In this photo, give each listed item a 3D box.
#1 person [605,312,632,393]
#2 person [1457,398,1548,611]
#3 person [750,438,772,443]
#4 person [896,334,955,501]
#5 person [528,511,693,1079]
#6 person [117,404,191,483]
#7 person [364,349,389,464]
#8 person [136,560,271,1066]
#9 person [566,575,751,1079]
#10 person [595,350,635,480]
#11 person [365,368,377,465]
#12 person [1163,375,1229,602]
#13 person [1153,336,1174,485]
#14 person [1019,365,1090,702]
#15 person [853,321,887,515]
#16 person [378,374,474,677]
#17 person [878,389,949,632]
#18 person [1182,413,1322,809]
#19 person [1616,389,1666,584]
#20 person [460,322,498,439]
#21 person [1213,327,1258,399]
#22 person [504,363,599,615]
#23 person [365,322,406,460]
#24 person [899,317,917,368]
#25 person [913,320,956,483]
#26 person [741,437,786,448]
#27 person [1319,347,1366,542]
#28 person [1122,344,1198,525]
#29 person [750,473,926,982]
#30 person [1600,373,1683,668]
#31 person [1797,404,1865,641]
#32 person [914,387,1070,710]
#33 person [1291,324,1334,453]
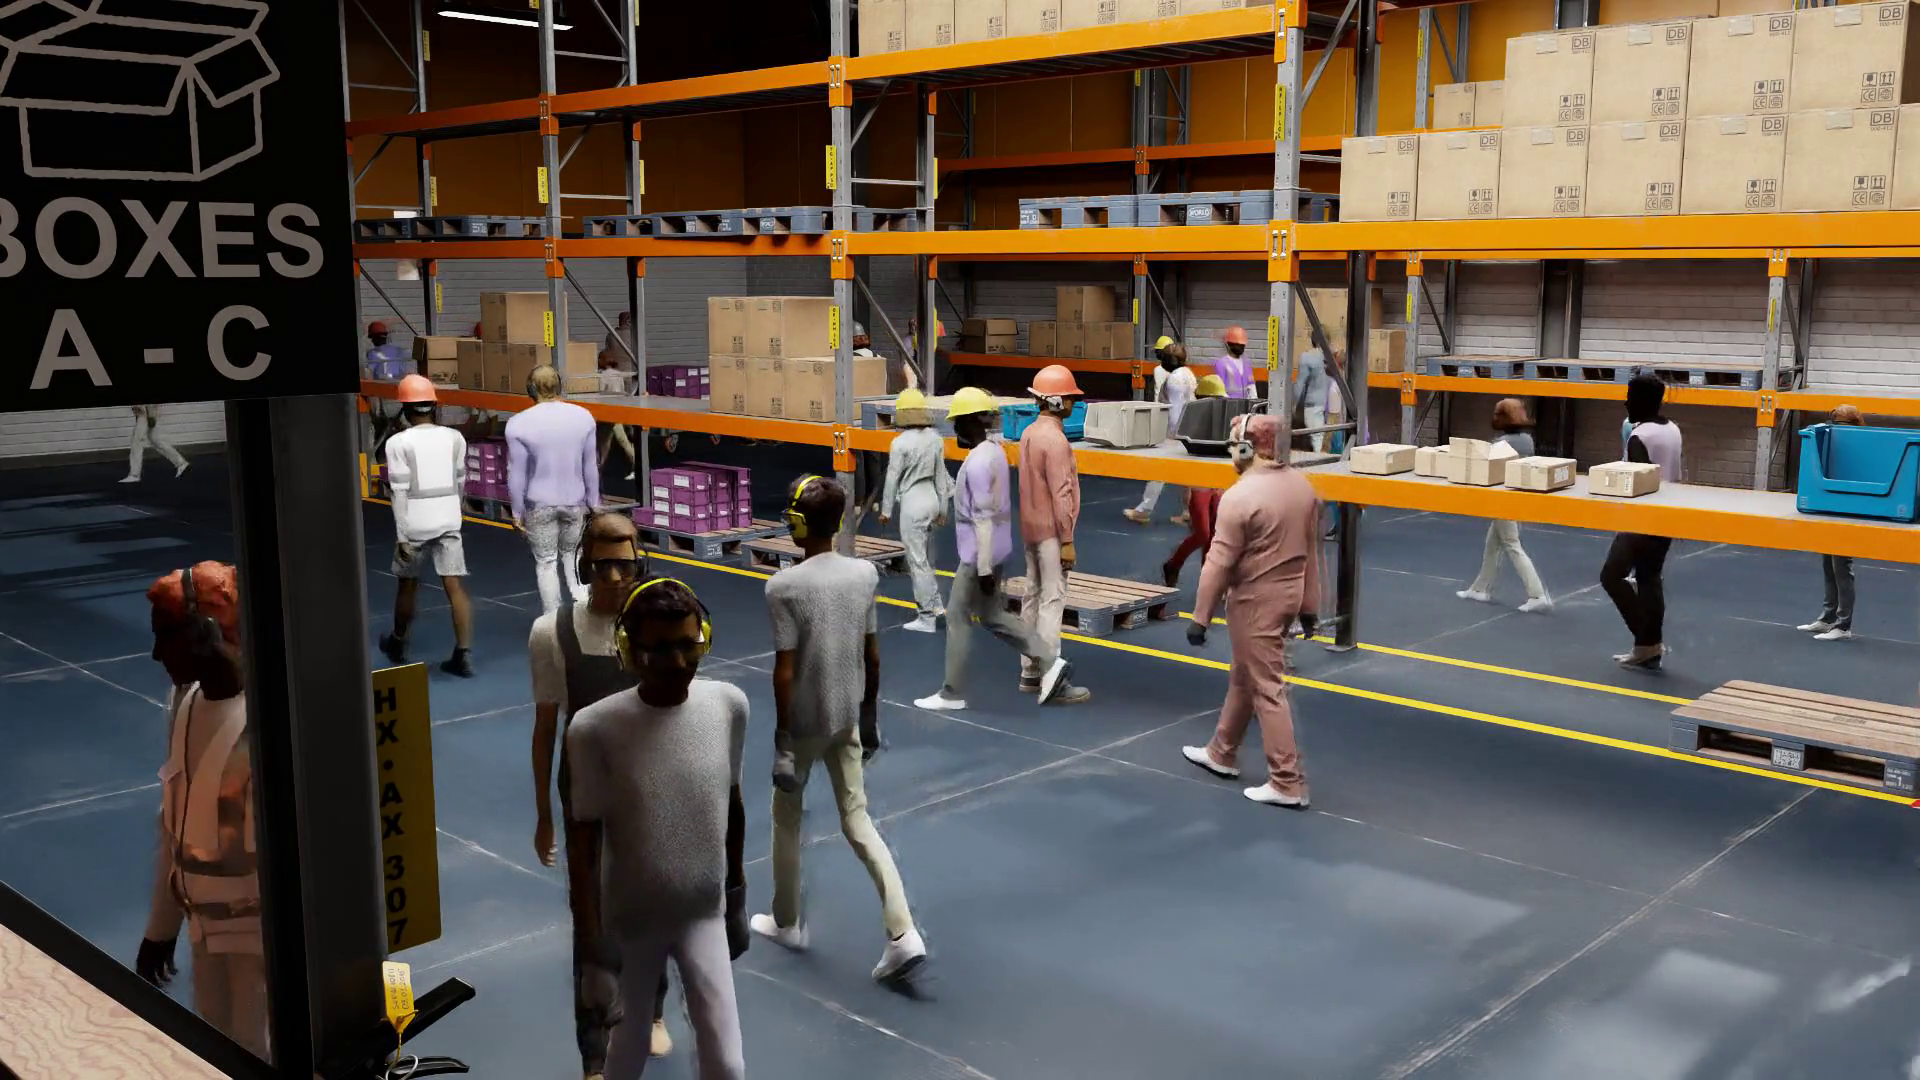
[{"bbox_3d":[-5.149,-2.579,25.758,0.638,1.902,0.406,4,10,24],"label":"person"},{"bbox_3d":[4.144,-0.274,12.557,0.510,1.593,0.833,-8,12,-39],"label":"person"},{"bbox_3d":[-2.962,-2.317,24.342,0.624,1.841,0.430,-4,10,-21],"label":"person"},{"bbox_3d":[-0.381,-1.316,18.136,0.968,1.864,0.582,5,11,28],"label":"person"},{"bbox_3d":[-1.069,0.808,5.228,0.530,1.842,0.506,-3,10,-18],"label":"person"},{"bbox_3d":[-9.768,-1.506,20.088,0.798,1.610,0.527,-6,11,-32],"label":"person"},{"bbox_3d":[-7.864,-1.931,21.690,1.045,1.939,0.635,-3,10,-15],"label":"person"},{"bbox_3d":[-1.720,0.966,4.122,0.600,1.867,0.575,8,12,40],"label":"person"},{"bbox_3d":[-0.718,0.982,4.205,0.530,1.805,0.991,-5,11,-29],"label":"person"},{"bbox_3d":[-4.221,-1.529,20.324,0.874,1.571,0.500,2,10,13],"label":"person"},{"bbox_3d":[-7.292,-1.517,20.100,0.539,1.607,0.672,-1,9,-6],"label":"person"},{"bbox_3d":[1.865,-0.399,12.808,0.540,1.754,0.460,-9,13,-42],"label":"person"},{"bbox_3d":[2.428,-1.530,19.731,0.324,1.769,0.523,7,12,37],"label":"person"},{"bbox_3d":[0.542,-0.040,9.894,0.378,1.996,0.611,-3,10,-18],"label":"person"},{"bbox_3d":[-1.111,-1.288,17.409,0.535,2.000,0.673,6,11,34],"label":"person"},{"bbox_3d":[-3.408,-0.103,10.597,0.562,1.888,0.965,-8,12,-41],"label":"person"},{"bbox_3d":[-0.320,-0.202,11.734,0.429,1.720,0.482,7,12,37],"label":"person"},{"bbox_3d":[1.339,0.321,8.056,0.911,1.863,0.667,9,13,43],"label":"person"},{"bbox_3d":[5.574,-0.462,13.597,0.518,1.639,0.327,-7,12,-36],"label":"person"},{"bbox_3d":[-6.429,-1.973,22.155,0.850,1.877,0.601,-6,11,-34],"label":"person"},{"bbox_3d":[3.214,-1.565,19.604,0.553,1.886,1.010,-9,13,-43],"label":"person"},{"bbox_3d":[-2.749,-0.231,11.249,0.637,1.928,0.472,-6,11,-34],"label":"person"},{"bbox_3d":[-7.509,-1.907,21.771,1.033,1.874,0.565,4,10,23],"label":"person"},{"bbox_3d":[-0.612,-2.154,23.169,0.404,1.899,0.631,3,10,17],"label":"person"},{"bbox_3d":[-0.410,-1.672,20.018,0.856,1.964,0.610,6,11,33],"label":"person"},{"bbox_3d":[-2.867,-2.262,23.770,0.616,1.906,1.000,-8,12,-40],"label":"person"},{"bbox_3d":[3.546,-0.882,15.572,0.488,1.826,0.584,4,10,22],"label":"person"},{"bbox_3d":[2.026,-1.049,16.635,0.847,1.812,0.654,4,10,25],"label":"person"},{"bbox_3d":[-0.457,0.672,6.034,0.527,1.841,0.908,-8,12,-40],"label":"person"},{"bbox_3d":[4.383,-0.111,10.632,0.589,1.902,0.450,-8,12,-42],"label":"person"},{"bbox_3d":[6.058,-0.122,11.498,0.279,1.636,0.505,1,9,8],"label":"person"},{"bbox_3d":[0.193,0.064,9.587,0.826,1.896,0.589,2,9,11],"label":"person"},{"bbox_3d":[4.138,-1.558,19.484,0.637,1.914,0.744,-5,11,-30],"label":"person"}]
